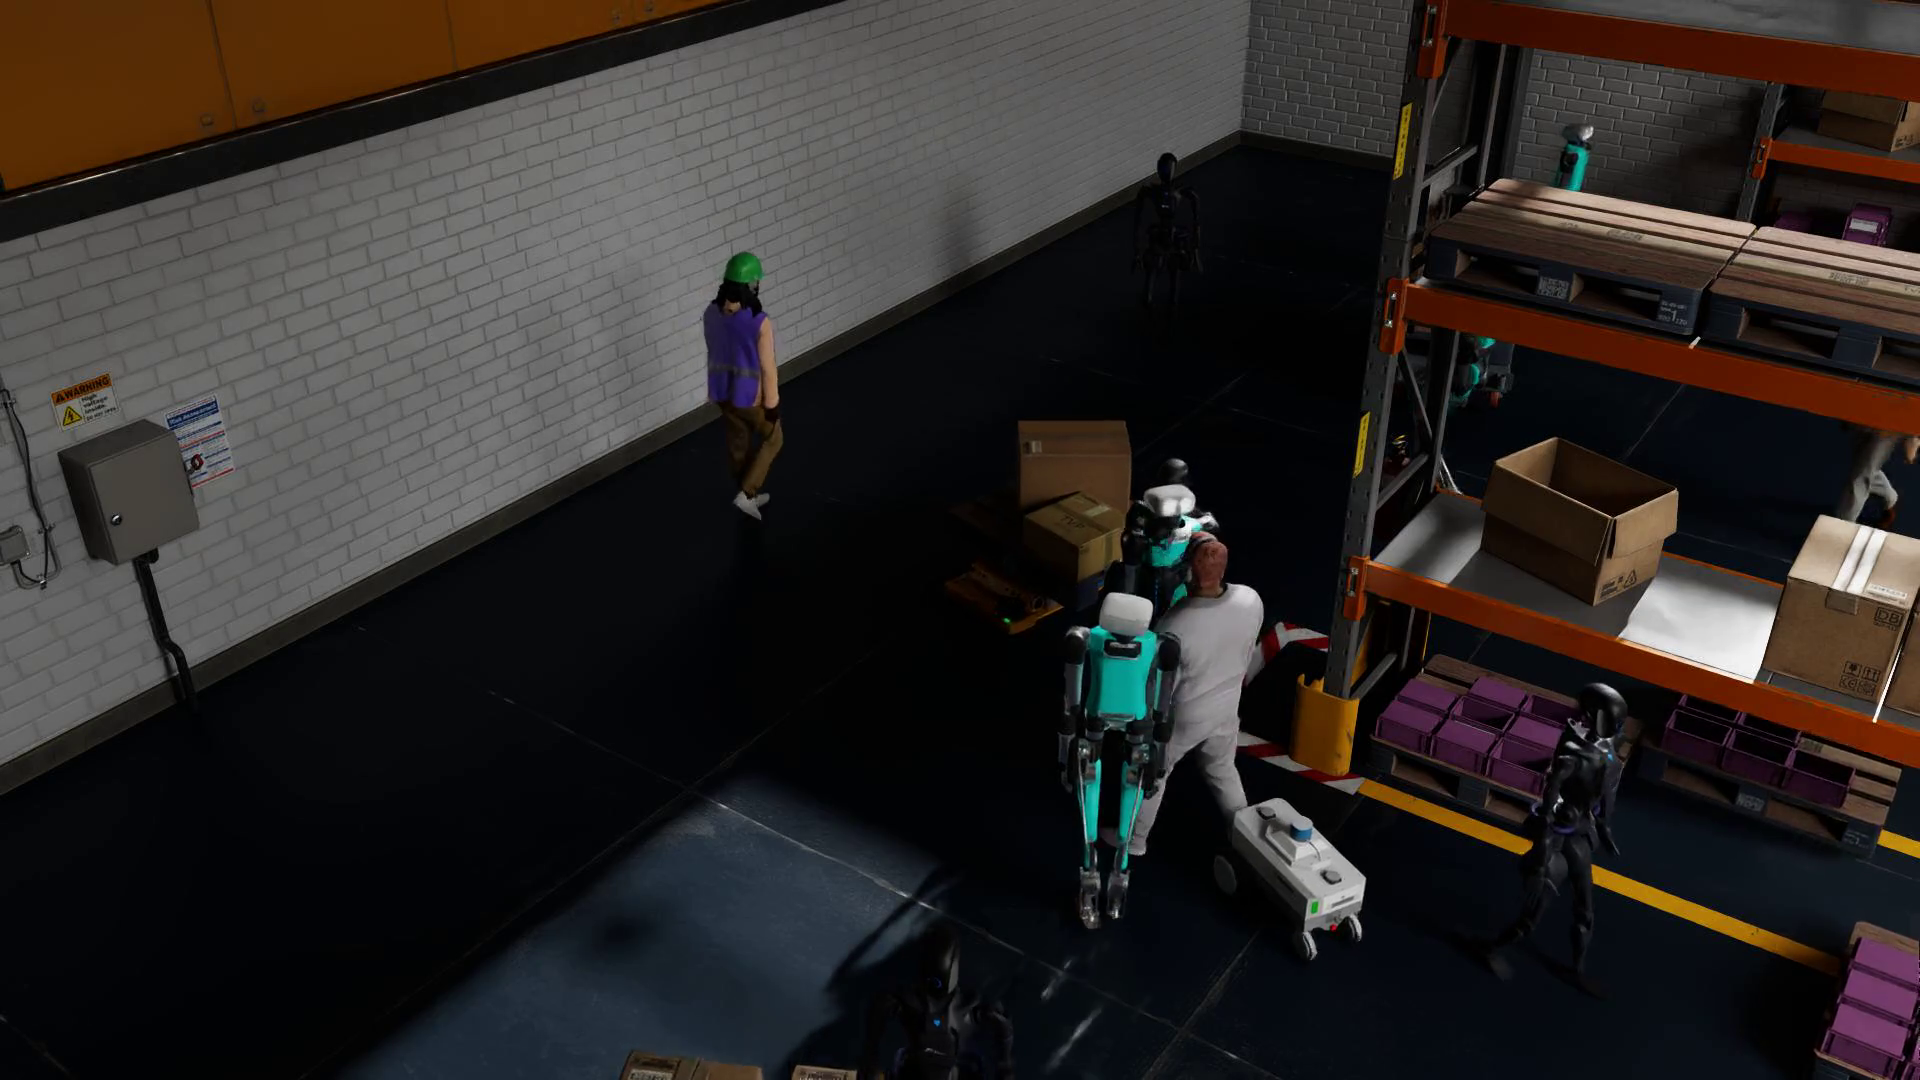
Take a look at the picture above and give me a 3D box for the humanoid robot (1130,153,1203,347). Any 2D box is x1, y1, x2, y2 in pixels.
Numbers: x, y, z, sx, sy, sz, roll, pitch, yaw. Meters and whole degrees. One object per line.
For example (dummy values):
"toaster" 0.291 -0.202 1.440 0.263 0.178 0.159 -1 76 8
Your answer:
"humanoid robot" 1.721 -2.386 13.772 0.607 1.651 0.347 5 30 9

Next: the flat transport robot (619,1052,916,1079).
"flat transport robot" -0.718 2.827 6.136 0.659 0.231 1.431 4 30 7

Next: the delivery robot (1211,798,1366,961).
"delivery robot" 1.607 1.587 8.007 0.499 0.601 0.803 -14 33 -23

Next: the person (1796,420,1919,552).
"person" 6.042 -0.775 10.827 0.877 1.835 0.599 -9 31 -15

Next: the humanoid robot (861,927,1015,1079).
"humanoid robot" -0.081 2.077 6.027 0.597 1.655 0.327 2 30 3

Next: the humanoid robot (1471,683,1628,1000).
"humanoid robot" 2.678 1.333 7.335 0.612 1.640 0.606 -23 37 -34

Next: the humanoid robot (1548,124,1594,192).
"humanoid robot" 4.919 -2.694 14.308 0.748 1.837 0.534 18 35 28

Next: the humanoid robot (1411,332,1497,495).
"humanoid robot" 3.416 -1.183 11.628 0.770 1.794 0.542 19 35 30

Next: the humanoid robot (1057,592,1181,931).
"humanoid robot" 0.696 1.138 7.581 0.542 1.783 0.684 3 30 4

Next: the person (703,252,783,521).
"person" -1.459 -0.989 11.112 0.555 1.905 0.497 14 33 23

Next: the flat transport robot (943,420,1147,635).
"flat transport robot" 0.641 0.166 10.752 1.431 0.231 0.659 -23 37 -34

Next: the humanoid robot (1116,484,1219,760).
"humanoid robot" 0.952 0.452 8.804 0.541 1.821 0.684 -13 32 -21

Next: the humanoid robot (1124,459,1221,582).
"humanoid robot" 1.157 0.287 9.153 0.602 1.637 0.612 13 32 21

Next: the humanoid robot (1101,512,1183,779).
"humanoid robot" 1.000 0.570 8.632 0.610 1.648 0.386 2 30 3

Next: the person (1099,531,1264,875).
"person" 1.165 0.822 8.027 0.696 1.885 0.805 -21 36 -32
